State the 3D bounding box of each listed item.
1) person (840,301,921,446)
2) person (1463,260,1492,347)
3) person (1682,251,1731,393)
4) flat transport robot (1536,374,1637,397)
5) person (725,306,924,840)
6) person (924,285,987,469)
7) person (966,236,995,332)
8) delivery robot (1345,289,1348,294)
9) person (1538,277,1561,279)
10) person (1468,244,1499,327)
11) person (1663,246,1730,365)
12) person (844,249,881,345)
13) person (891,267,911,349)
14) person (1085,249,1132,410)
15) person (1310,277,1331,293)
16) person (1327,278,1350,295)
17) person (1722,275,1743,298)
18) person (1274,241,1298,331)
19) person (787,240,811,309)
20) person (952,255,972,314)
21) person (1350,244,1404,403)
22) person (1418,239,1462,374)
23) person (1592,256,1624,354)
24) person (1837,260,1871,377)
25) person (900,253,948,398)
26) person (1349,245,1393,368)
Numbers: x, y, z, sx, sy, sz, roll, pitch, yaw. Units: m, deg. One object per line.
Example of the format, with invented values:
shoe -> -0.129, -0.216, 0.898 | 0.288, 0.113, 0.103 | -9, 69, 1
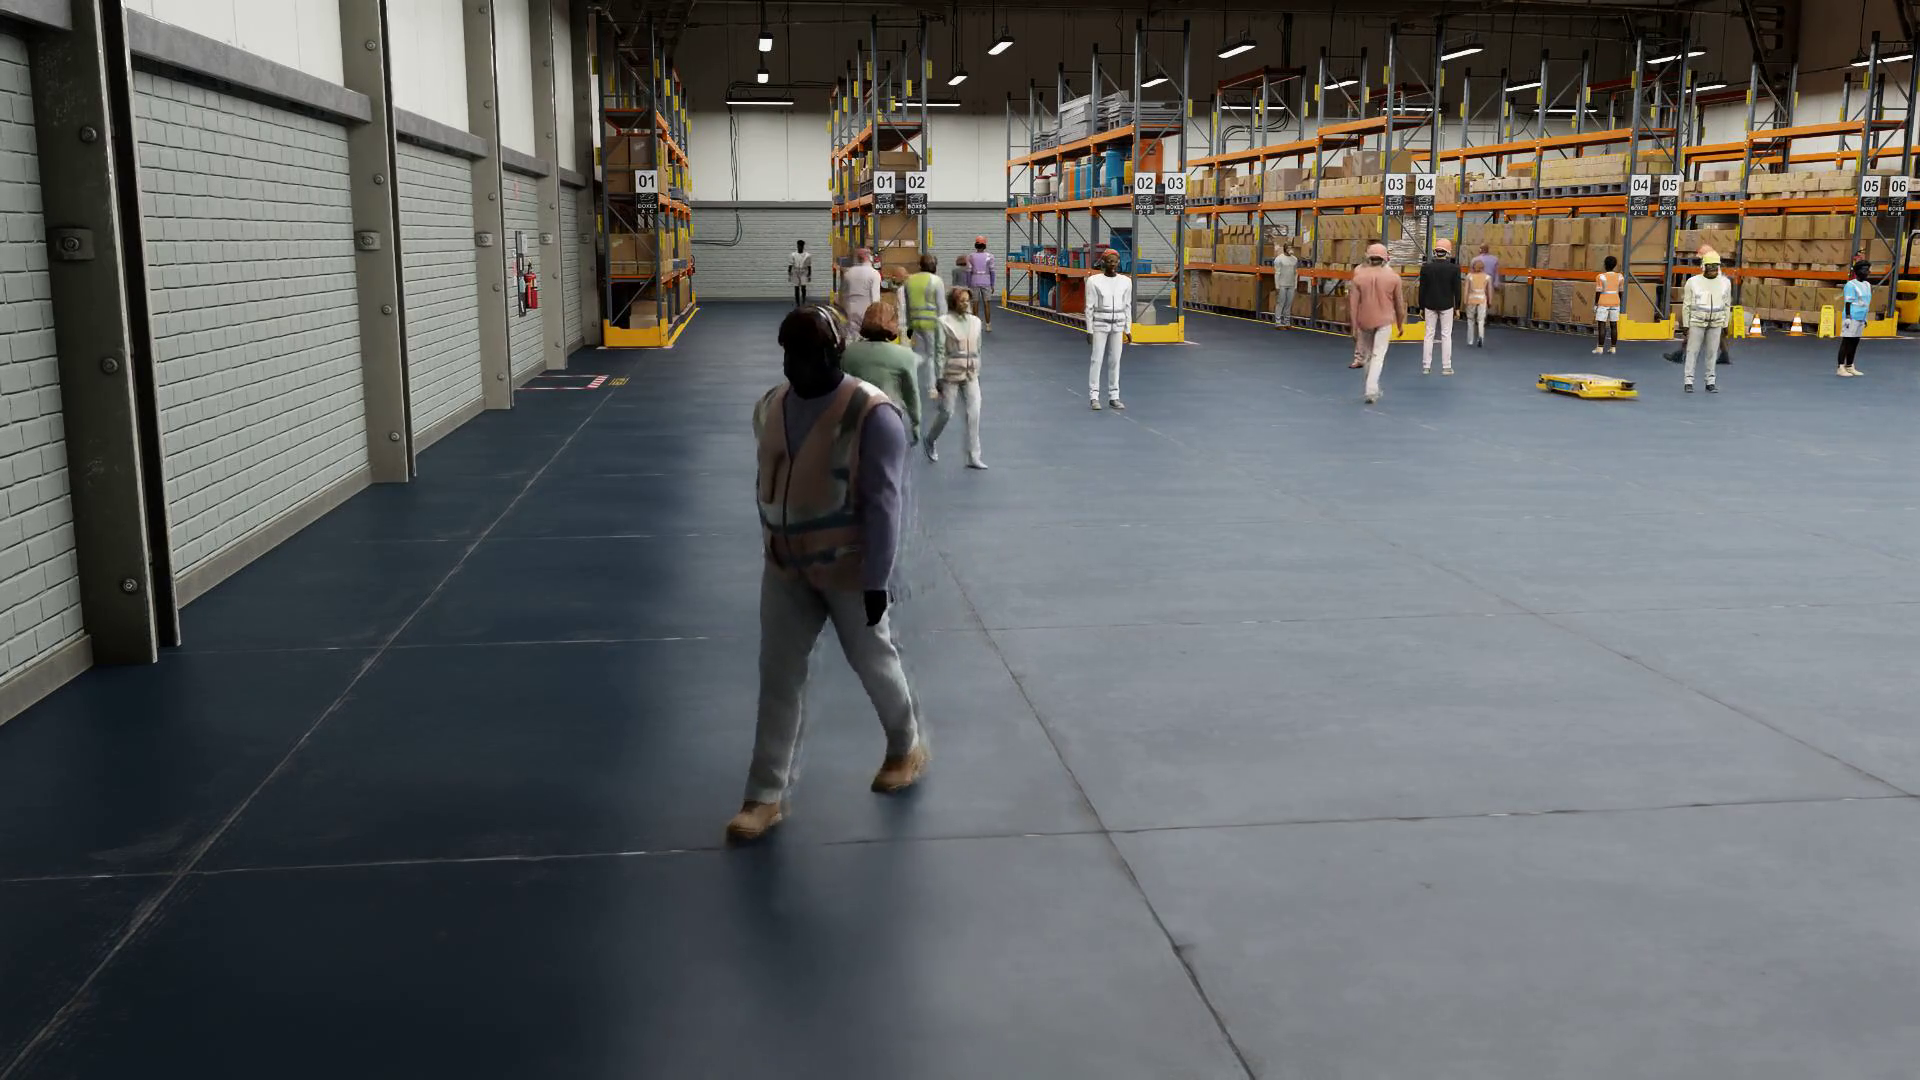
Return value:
person -> -0.517, -0.720, 10.688 | 0.539, 1.615, 0.526 | 0, 10, 2
person -> 9.620, -4.400, 30.899 | 0.526, 1.608, 0.779 | 2, 10, 10
person -> 9.734, -2.836, 21.701 | 0.596, 1.837, 0.404 | 1, 10, 8
flat transport robot -> 8.050, -2.000, 21.414 | 0.652, 0.197, 1.431 | -1, 10, -6
person -> -0.450, 0.079, 5.839 | 0.657, 1.803, 0.953 | 6, 12, 31
person -> -0.049, -1.448, 14.713 | 0.523, 1.610, 0.745 | -7, 13, -34
person -> 0.437, -5.427, 35.334 | 0.605, 2.045, 0.388 | 1, 10, 4
delivery robot -> 11.753, -7.370, 49.817 | 0.477, 0.478, 0.707 | -6, 12, -31
person -> 14.226, -6.248, 40.122 | 0.543, 1.940, 0.361 | 2, 11, 13
person -> 11.807, -5.769, 37.709 | 0.676, 1.852, 0.976 | -1, 10, -6
person -> 11.868, -3.743, 26.558 | 1.006, 1.886, 0.552 | 9, 14, 40
person -> -1.365, -3.198, 23.657 | 0.674, 1.854, 1.014 | 6, 12, 30
person -> -0.777, -2.896, 22.626 | 0.298, 1.623, 0.506 | 2, 10, 8
person -> 1.751, -2.473, 19.582 | 0.572, 1.883, 0.358 | -3, 11, -15
person -> 10.503, -7.741, 48.477 | 0.574, 1.872, 0.928 | -1, 10, -5
person -> 10.590, -7.472, 46.593 | 0.644, 2.022, 0.641 | 0, 10, 0
person -> 20.898, -7.117, 44.950 | 0.581, 1.918, 0.390 | -1, 10, -8
person -> 7.049, -5.483, 35.972 | 0.626, 1.933, 0.370 | -6, 12, -30
person -> -4.520, -7.435, 46.621 | 0.659, 1.929, 0.692 | 1, 10, 5
person -> 0.067, -5.871, 38.950 | 0.504, 1.612, 0.658 | -2, 11, -11
person -> 5.117, -2.664, 20.478 | 0.604, 1.955, 1.028 | 6, 12, 28
person -> 7.094, -3.443, 24.592 | 0.622, 1.993, 0.383 | 5, 11, 25
person -> 11.211, -4.058, 28.785 | 0.535, 1.697, 0.318 | -2, 11, -12
person -> 12.995, -3.211, 24.132 | 0.537, 1.698, 0.321 | -7, 12, -32
person -> -0.447, -2.671, 20.837 | 0.637, 1.830, 0.547 | 9, 14, 42
person -> 6.298, -3.578, 25.580 | 0.651, 1.905, 0.409 | 7, 13, 34
